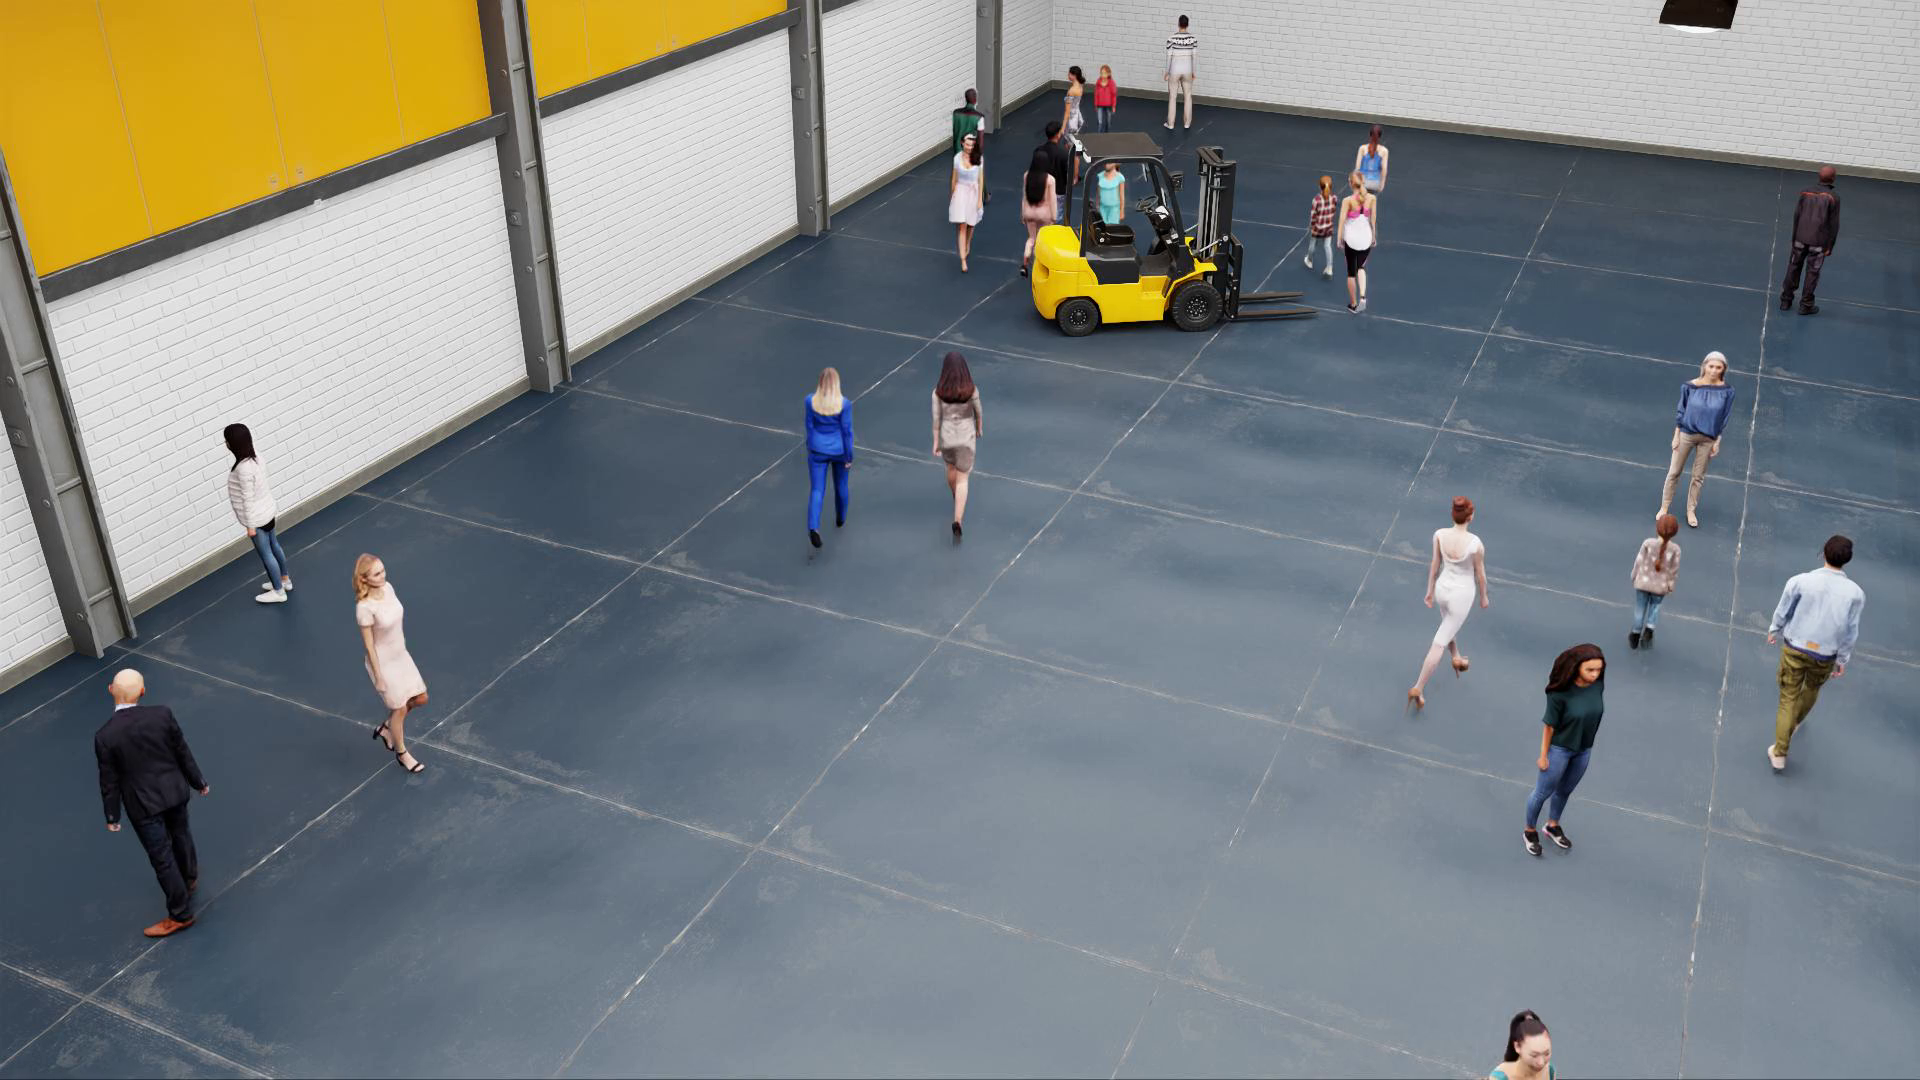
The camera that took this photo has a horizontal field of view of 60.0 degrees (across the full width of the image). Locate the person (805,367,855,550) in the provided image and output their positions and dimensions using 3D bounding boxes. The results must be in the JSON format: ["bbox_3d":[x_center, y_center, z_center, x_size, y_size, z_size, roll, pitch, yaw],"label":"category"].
[{"bbox_3d":[-1.208,-0.729,15.019,0.854,1.673,1.162,3,29,6],"label":"person"}]

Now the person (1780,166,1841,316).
[{"bbox_3d":[10.363,-3.660,20.233,0.768,1.825,0.786,-22,35,-34],"label":"person"}]

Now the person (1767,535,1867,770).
[{"bbox_3d":[6.130,0.853,12.008,0.714,1.778,1.061,11,30,19],"label":"person"}]

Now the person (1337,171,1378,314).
[{"bbox_3d":[4.823,-3.548,20.090,0.843,1.766,0.914,-3,29,-5],"label":"person"}]

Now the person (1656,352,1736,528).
[{"bbox_3d":[6.813,-0.943,15.388,0.634,1.694,0.594,9,30,16],"label":"person"}]

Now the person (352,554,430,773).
[{"bbox_3d":[-4.161,0.880,11.919,0.692,1.817,0.672,8,30,15],"label":"person"}]

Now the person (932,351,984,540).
[{"bbox_3d":[-0.024,-0.824,15.171,0.838,1.693,1.183,3,29,6],"label":"person"}]

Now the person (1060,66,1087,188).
[{"bbox_3d":[1.780,-6.167,24.839,0.718,1.816,0.528,9,30,16],"label":"person"}]

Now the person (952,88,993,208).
[{"bbox_3d":[0.072,-5.397,23.463,0.721,1.781,1.158,13,31,23],"label":"person"}]

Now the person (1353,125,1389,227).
[{"bbox_3d":[5.539,-4.806,22.570,0.661,1.598,0.730,5,29,9],"label":"person"}]

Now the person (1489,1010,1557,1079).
[{"bbox_3d":[2.676,2.972,8.254,0.935,1.653,1.058,-6,29,-11],"label":"person"}]

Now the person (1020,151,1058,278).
[{"bbox_3d":[0.944,-4.062,21.092,0.673,1.708,0.746,16,33,27],"label":"person"}]

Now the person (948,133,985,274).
[{"bbox_3d":[0.109,-4.425,21.703,0.955,1.761,1.199,1,29,2],"label":"person"}]

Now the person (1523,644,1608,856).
[{"bbox_3d":[4.084,1.389,11.197,0.713,1.614,0.770,-9,30,-16],"label":"person"}]

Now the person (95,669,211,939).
[{"bbox_3d":[-5.076,1.662,10.538,0.980,1.765,0.863,16,32,26],"label":"person"}]

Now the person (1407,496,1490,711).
[{"bbox_3d":[3.688,0.522,12.656,1.163,1.738,0.885,-22,35,-34],"label":"person"}]

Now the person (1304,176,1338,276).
[{"bbox_3d":[4.719,-4.034,21.490,0.851,1.278,0.984,-5,29,-10],"label":"person"}]

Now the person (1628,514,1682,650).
[{"bbox_3d":[5.633,0.361,13.532,0.490,1.183,0.537,10,30,18],"label":"person"}]

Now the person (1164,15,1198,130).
[{"bbox_3d":[3.698,-7.838,27.854,0.768,1.862,0.757,-2,29,-4],"label":"person"}]

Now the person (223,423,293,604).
[{"bbox_3d":[-5.970,-0.239,14.158,0.759,1.636,0.676,-6,29,-11],"label":"person"}]

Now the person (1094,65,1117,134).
[{"bbox_3d":[2.375,-7.049,27.007,0.643,1.286,0.928,6,29,11],"label":"person"}]

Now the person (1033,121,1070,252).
[{"bbox_3d":[1.173,-4.593,21.989,0.798,1.782,1.165,18,33,29],"label":"person"}]
